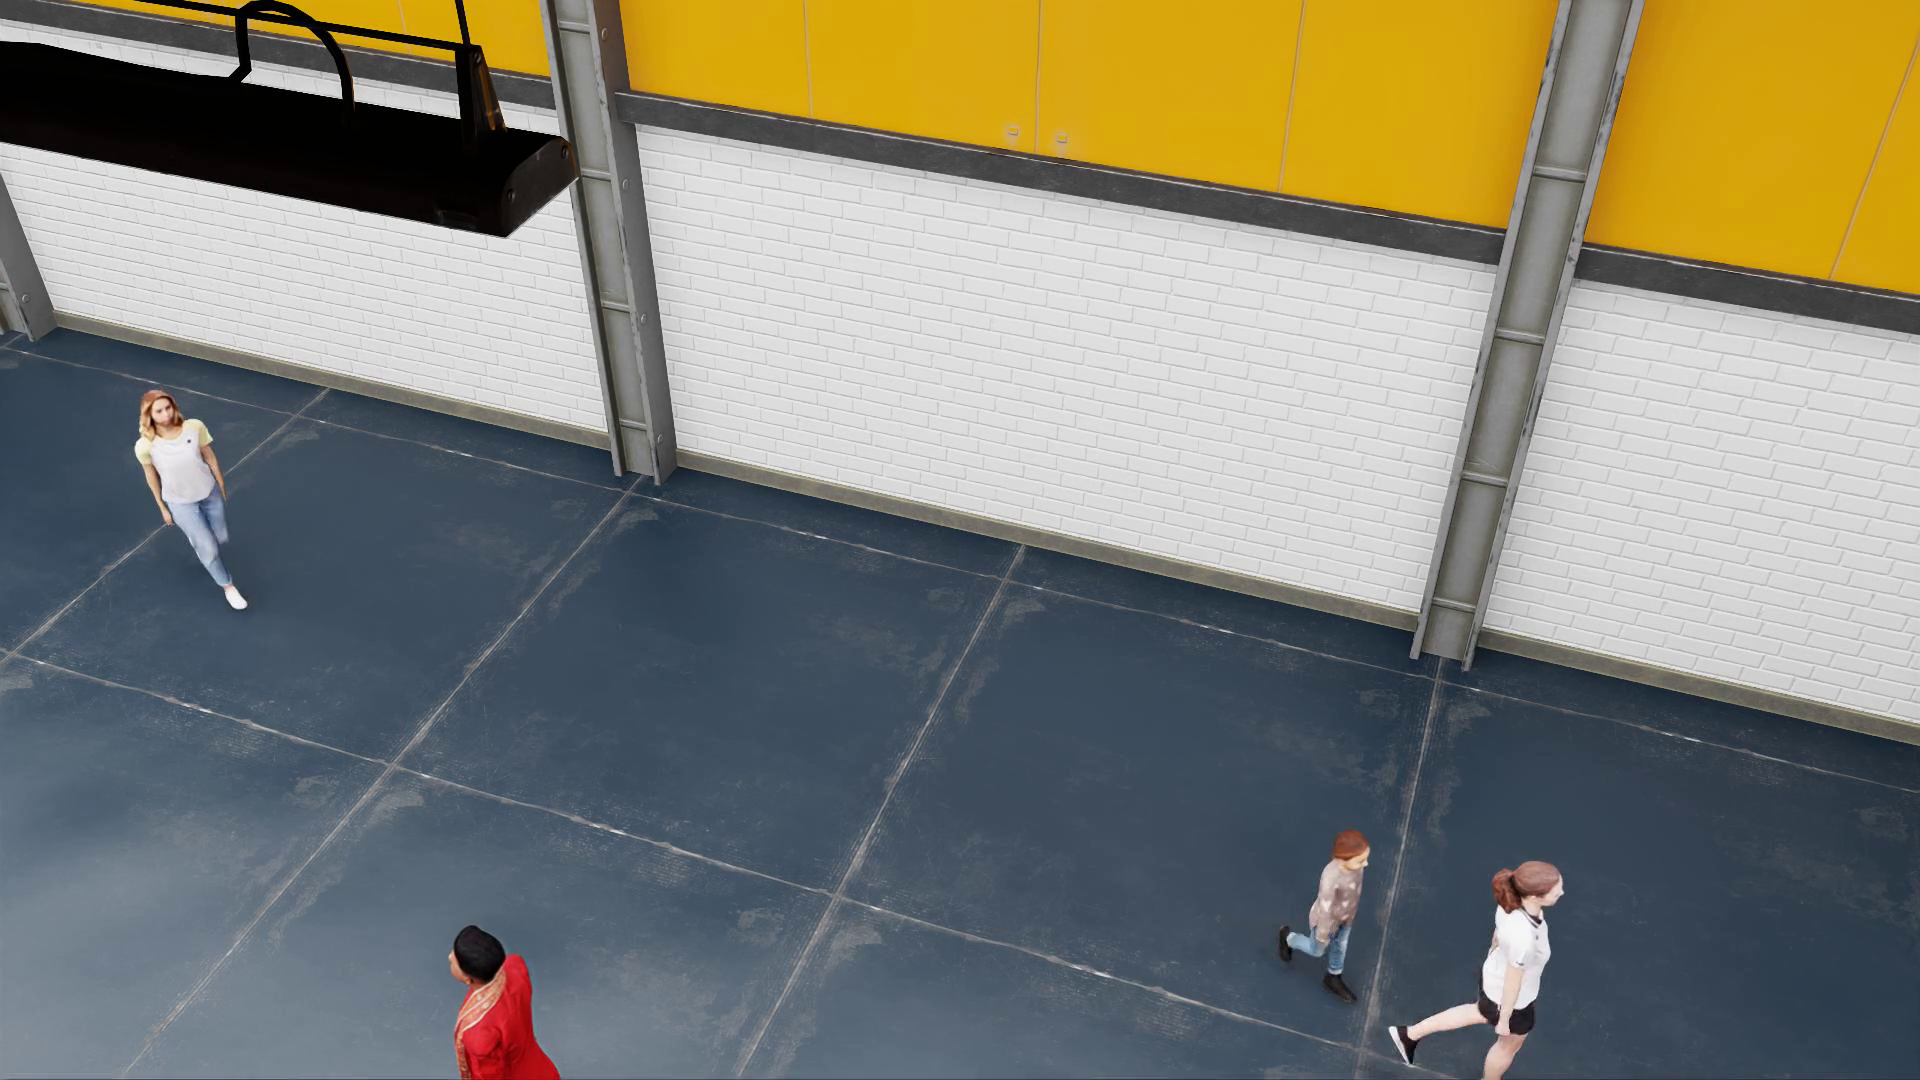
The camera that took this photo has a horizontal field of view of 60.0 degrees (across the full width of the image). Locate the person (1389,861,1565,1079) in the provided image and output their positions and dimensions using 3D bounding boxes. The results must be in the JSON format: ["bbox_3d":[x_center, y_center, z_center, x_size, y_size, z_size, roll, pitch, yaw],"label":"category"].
[{"bbox_3d":[2.537,2.144,7.996,0.993,1.735,0.676,6,39,8],"label":"person"}]

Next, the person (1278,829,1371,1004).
[{"bbox_3d":[1.923,1.930,8.705,0.708,1.184,0.824,-26,45,-29],"label":"person"}]

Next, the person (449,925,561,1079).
[{"bbox_3d":[-2.022,2.406,7.551,0.676,1.882,0.738,4,39,5],"label":"person"}]

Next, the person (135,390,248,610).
[{"bbox_3d":[-5.158,-0.304,11.085,0.866,1.706,1.028,-31,48,-33],"label":"person"}]
